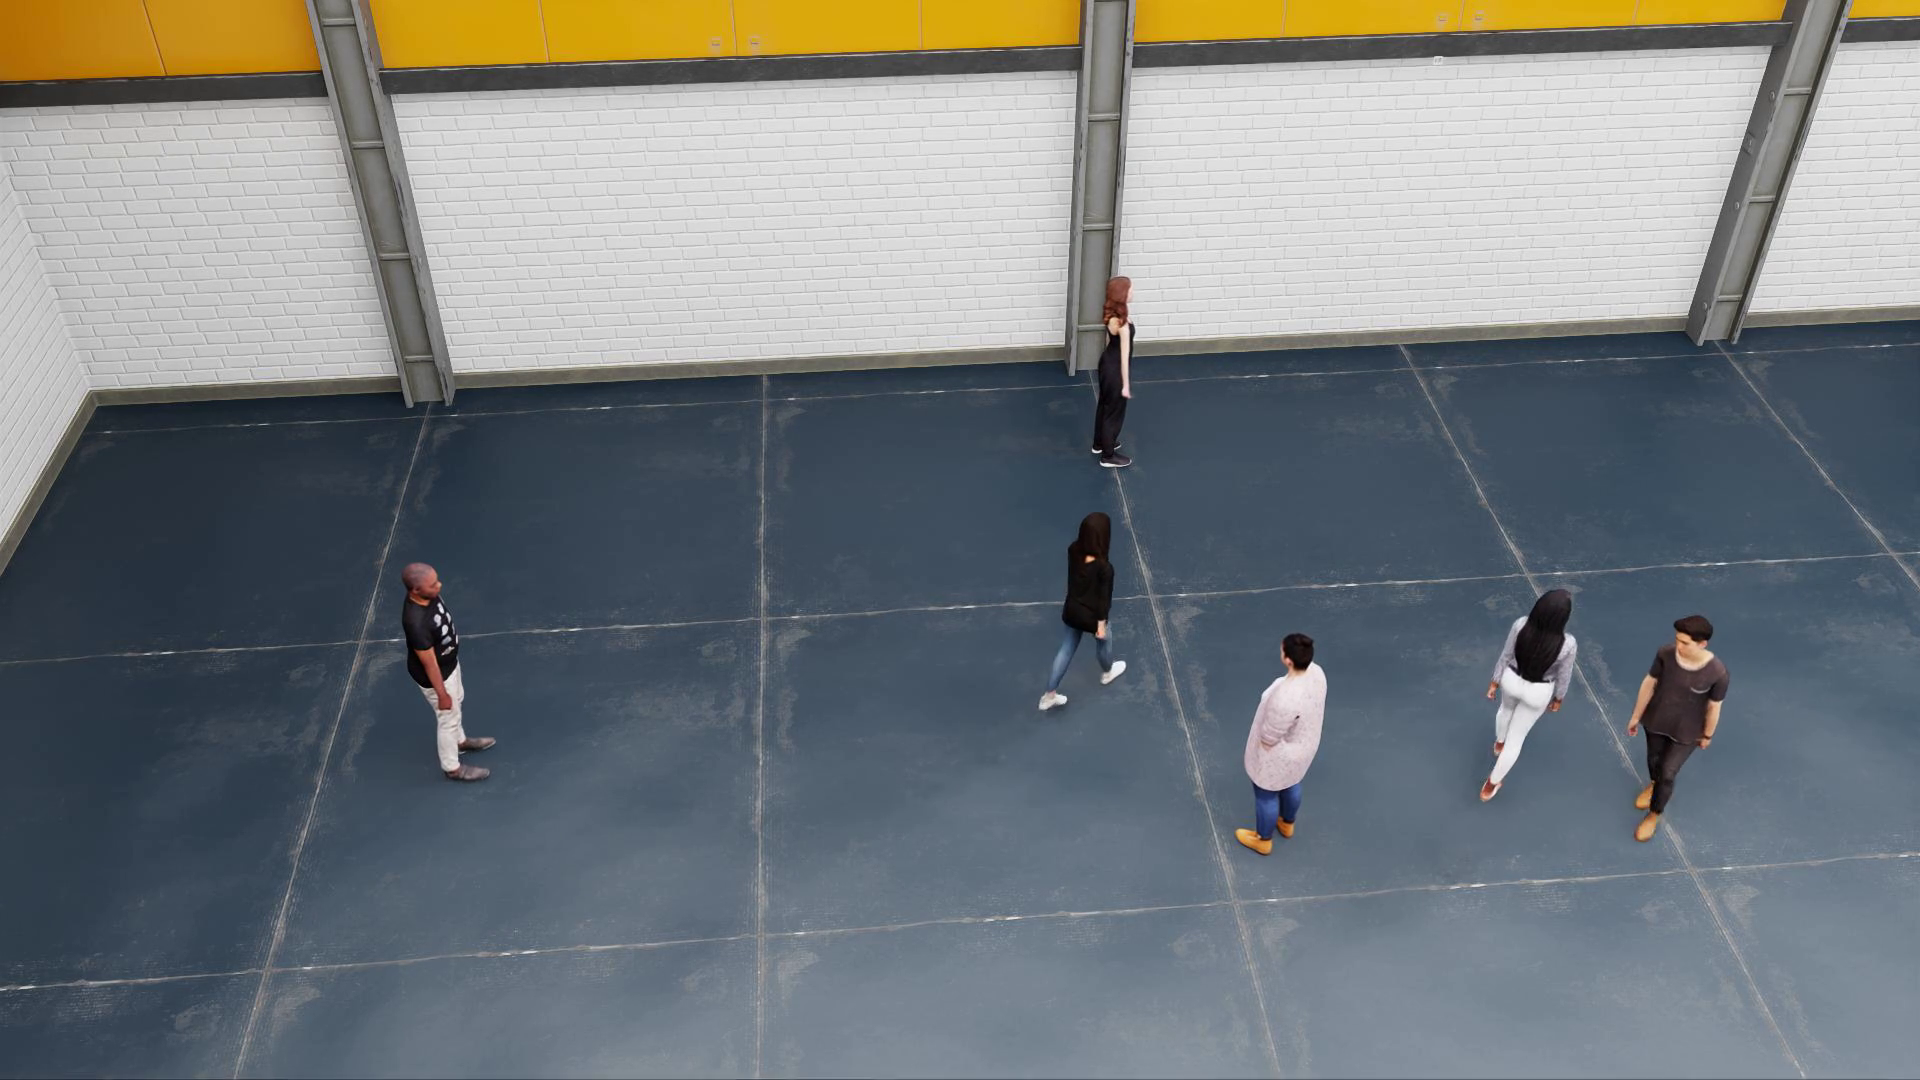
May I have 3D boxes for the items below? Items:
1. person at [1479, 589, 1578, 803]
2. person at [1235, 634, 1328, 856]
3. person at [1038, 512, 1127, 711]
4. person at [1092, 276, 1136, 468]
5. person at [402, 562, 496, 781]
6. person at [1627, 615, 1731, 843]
[{"bbox_3d":[3.628,1.043,10.771,0.973,1.699,1.015,24,45,27],"label":"person"},{"bbox_3d":[2.054,1.275,10.445,0.859,1.744,0.789,31,48,33],"label":"person"},{"bbox_3d":[0.817,0.522,11.494,1.107,1.611,0.991,-30,48,-32],"label":"person"},{"bbox_3d":[1.269,-1.411,13.805,0.545,1.747,0.595,-7,39,-9],"label":"person"},{"bbox_3d":[-3.442,0.851,10.929,0.624,1.801,0.672,-6,39,-7],"label":"person"},{"bbox_3d":[4.632,1.108,10.703,0.942,1.682,0.866,-30,48,-32],"label":"person"}]
